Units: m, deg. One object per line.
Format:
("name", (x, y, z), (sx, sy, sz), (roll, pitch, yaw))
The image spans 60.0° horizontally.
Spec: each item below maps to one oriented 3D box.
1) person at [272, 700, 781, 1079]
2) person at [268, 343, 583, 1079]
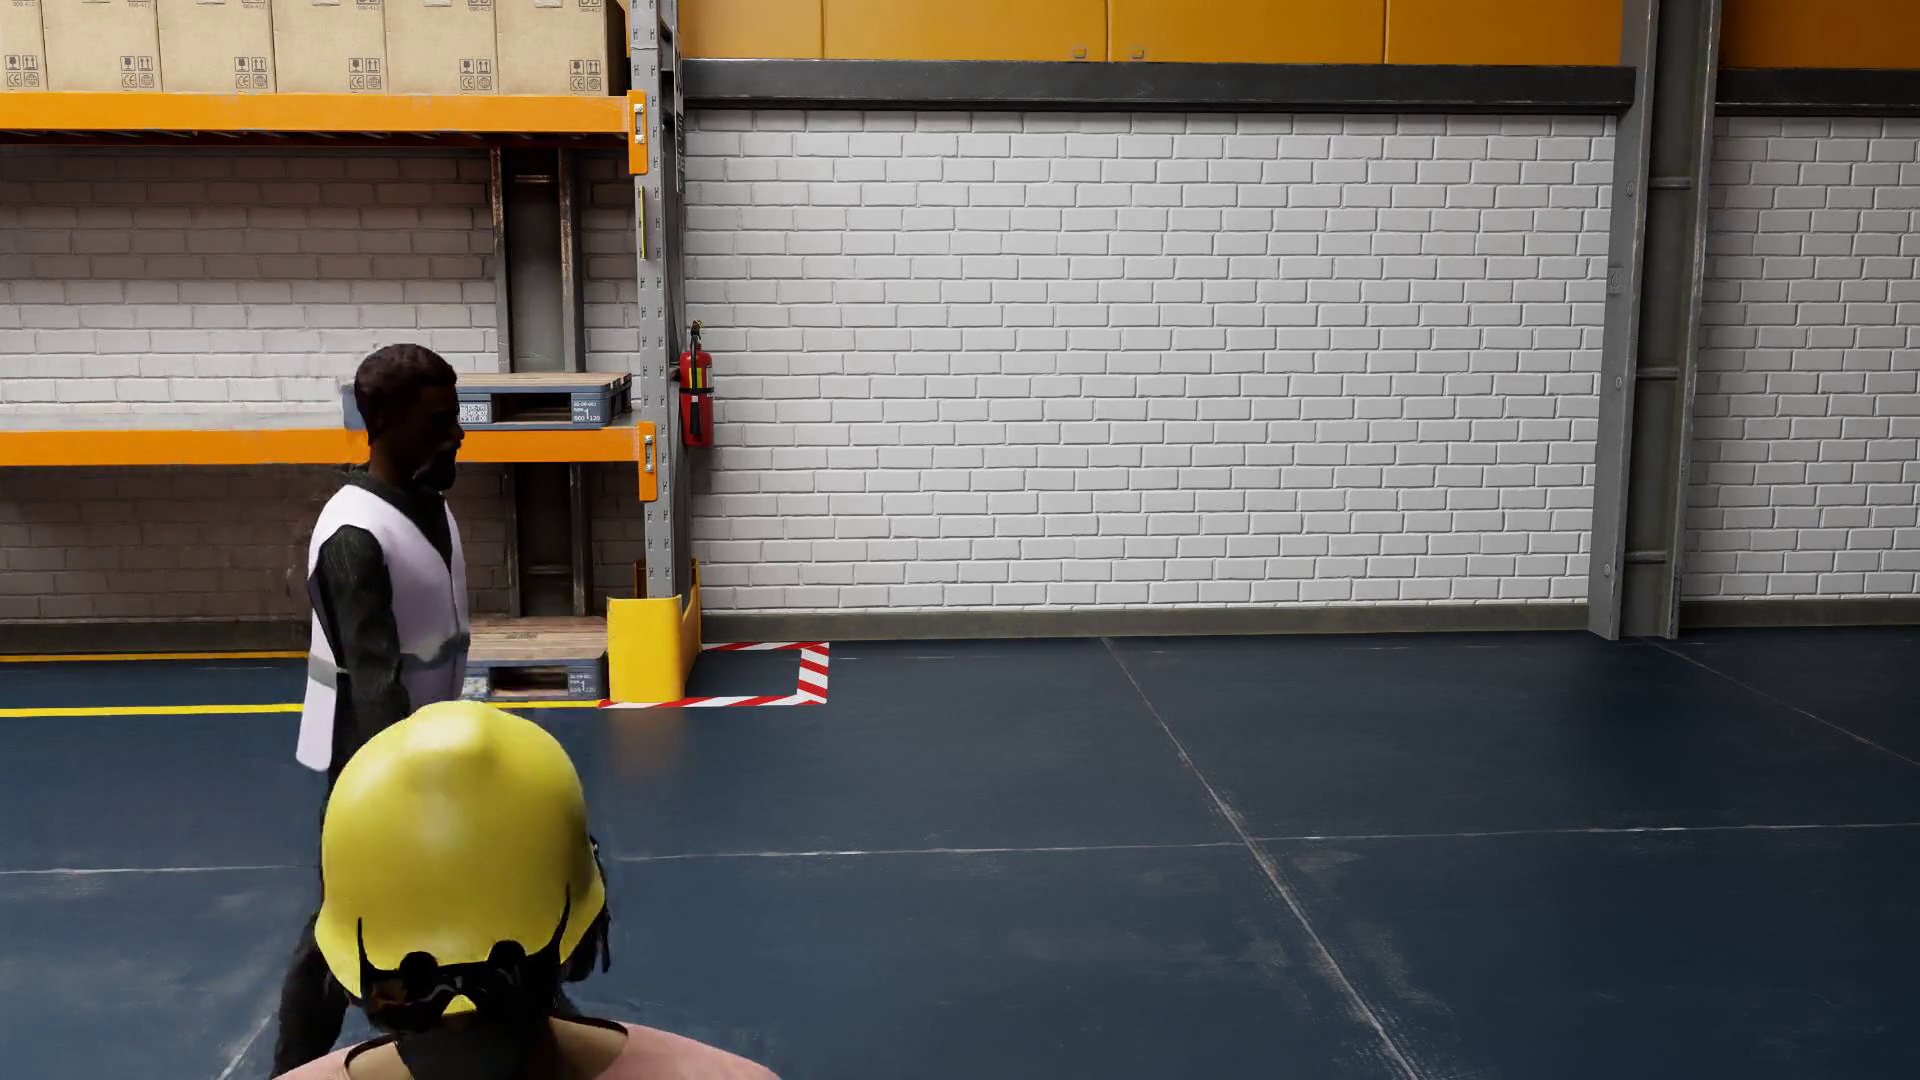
("person", (-0.365, 0.941, 1.460), (0.557, 1.717, 0.917), (-2, 9, -10))
("person", (-1.175, 0.500, 3.760), (0.999, 1.863, 0.623), (0, 9, 2))
